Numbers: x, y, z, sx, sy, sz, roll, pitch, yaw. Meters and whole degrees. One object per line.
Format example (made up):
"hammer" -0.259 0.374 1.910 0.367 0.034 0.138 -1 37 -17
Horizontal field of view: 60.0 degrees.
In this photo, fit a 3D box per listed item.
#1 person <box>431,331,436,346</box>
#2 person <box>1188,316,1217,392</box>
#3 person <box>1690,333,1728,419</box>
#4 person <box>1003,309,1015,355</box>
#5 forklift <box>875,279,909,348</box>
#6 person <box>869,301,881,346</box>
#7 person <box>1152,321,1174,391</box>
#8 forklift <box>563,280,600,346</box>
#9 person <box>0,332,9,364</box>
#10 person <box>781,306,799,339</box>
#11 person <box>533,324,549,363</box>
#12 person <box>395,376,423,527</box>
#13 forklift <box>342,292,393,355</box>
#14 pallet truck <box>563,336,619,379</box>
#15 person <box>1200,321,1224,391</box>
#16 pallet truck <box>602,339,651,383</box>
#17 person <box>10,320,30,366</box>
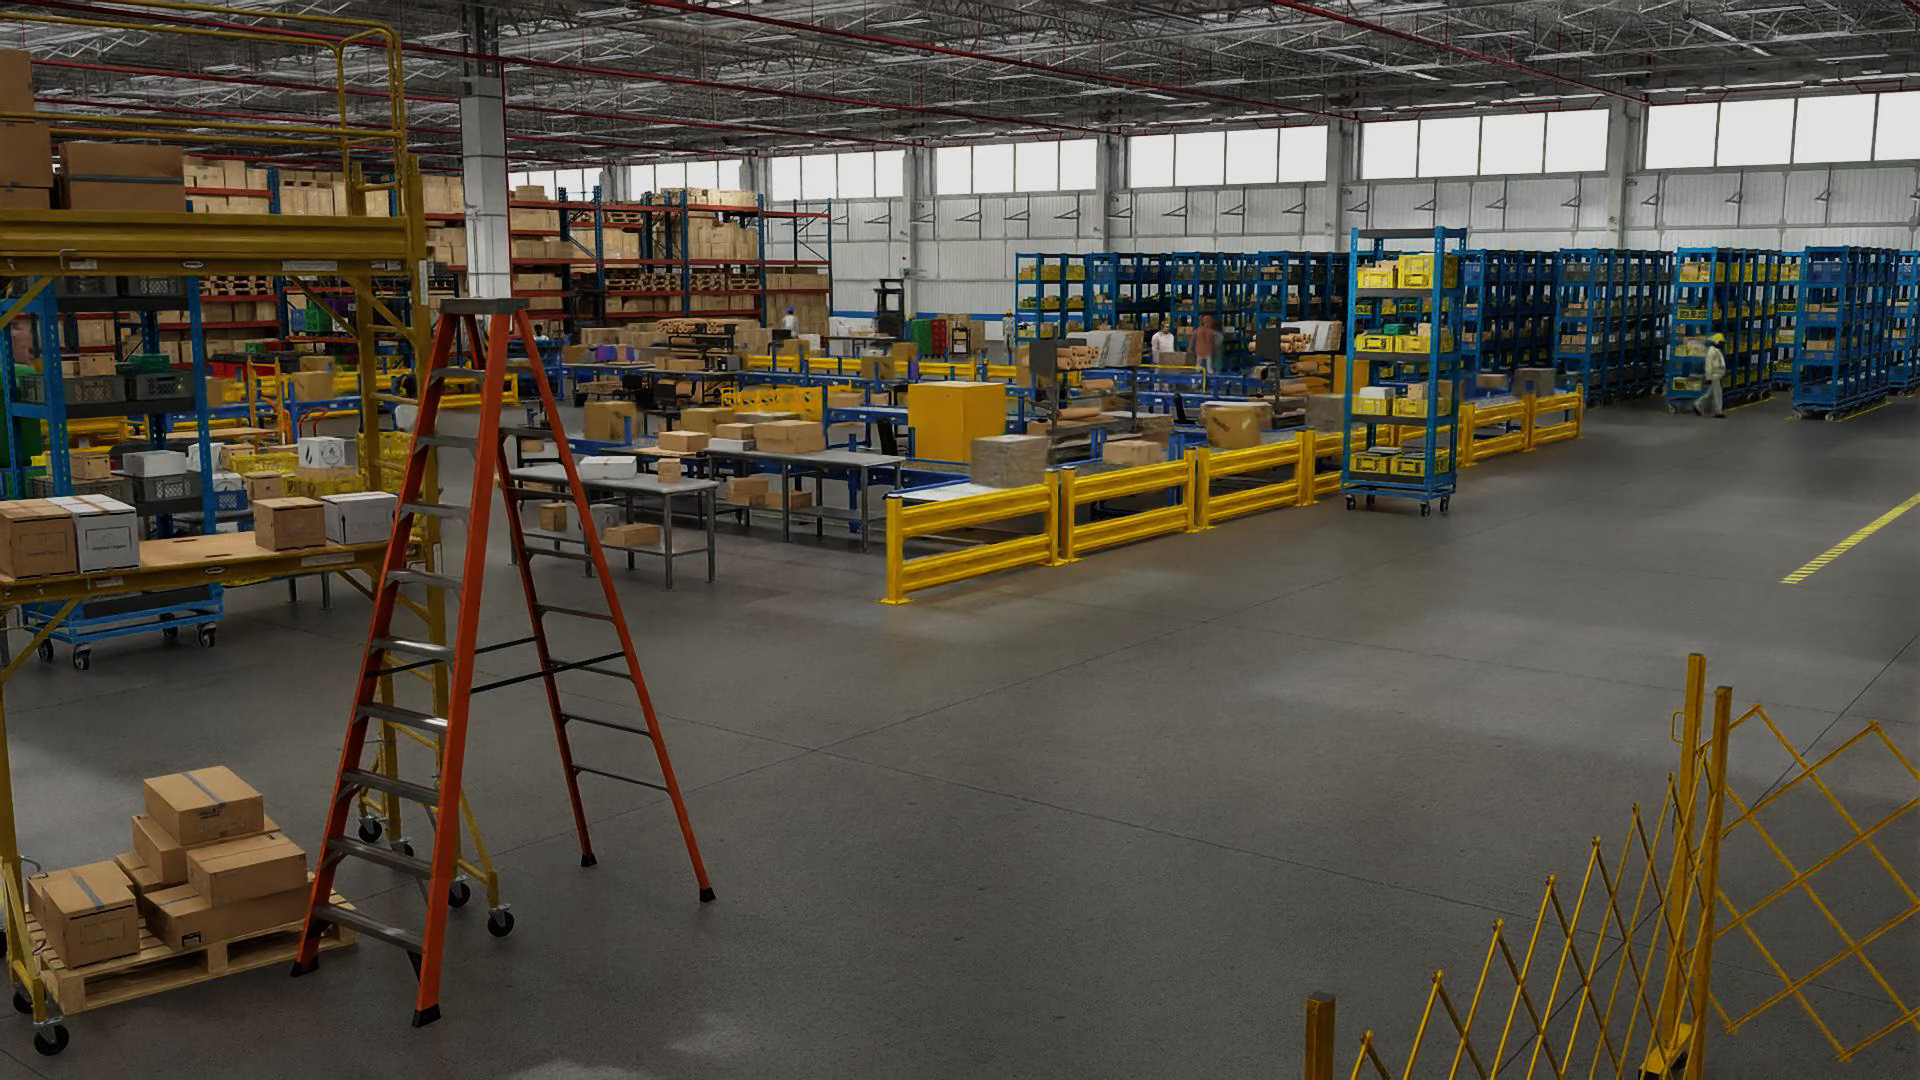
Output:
"person" -14.612 -5.158 45.603 0.619 1.785 0.931 6 11 31
"person" 6.175 -4.735 42.459 0.766 1.968 0.513 0 9 1
"person" 15.817 -3.460 35.009 0.762 1.818 0.600 6 11 34
"person" 1.824 -7.739 61.908 0.485 1.734 0.346 -1 9 -6
"forklift" -2.750 -9.250 67.765 1.129 2.768 1.873 1 9 9
"person" -3.402 -9.020 69.432 0.979 1.892 0.547 6 11 32
"person" 4.904 -4.302 39.916 0.651 1.904 0.402 -6 11 -32
"forklift" -11.845 -6.819 52.588 1.129 2.768 1.873 -5 10 -29
"person" -24.585 -4.619 42.912 0.858 1.580 0.489 4 10 22
"person" -5.832 -7.042 56.975 0.656 1.919 0.652 3 10 17
"person" -11.143 -4.859 44.040 0.532 1.697 0.319 -3 10 -17
"person" -6.323 -0.982 19.360 0.621 1.852 0.527 4 10 22
"forklift" -16.485 -5.622 45.120 1.129 2.768 1.873 7 11 37
"pallet truck" -10.690 -5.294 48.215 1.601 1.201 0.680 -5 10 -26
"person" 6.521 -4.756 43.027 0.630 1.823 0.559 -7 11 -36
"pallet truck" -8.991 -4.871 45.351 0.653 1.274 1.630 7 11 37
"person" -23.995 -4.656 42.248 0.929 1.858 0.643 3 10 18
